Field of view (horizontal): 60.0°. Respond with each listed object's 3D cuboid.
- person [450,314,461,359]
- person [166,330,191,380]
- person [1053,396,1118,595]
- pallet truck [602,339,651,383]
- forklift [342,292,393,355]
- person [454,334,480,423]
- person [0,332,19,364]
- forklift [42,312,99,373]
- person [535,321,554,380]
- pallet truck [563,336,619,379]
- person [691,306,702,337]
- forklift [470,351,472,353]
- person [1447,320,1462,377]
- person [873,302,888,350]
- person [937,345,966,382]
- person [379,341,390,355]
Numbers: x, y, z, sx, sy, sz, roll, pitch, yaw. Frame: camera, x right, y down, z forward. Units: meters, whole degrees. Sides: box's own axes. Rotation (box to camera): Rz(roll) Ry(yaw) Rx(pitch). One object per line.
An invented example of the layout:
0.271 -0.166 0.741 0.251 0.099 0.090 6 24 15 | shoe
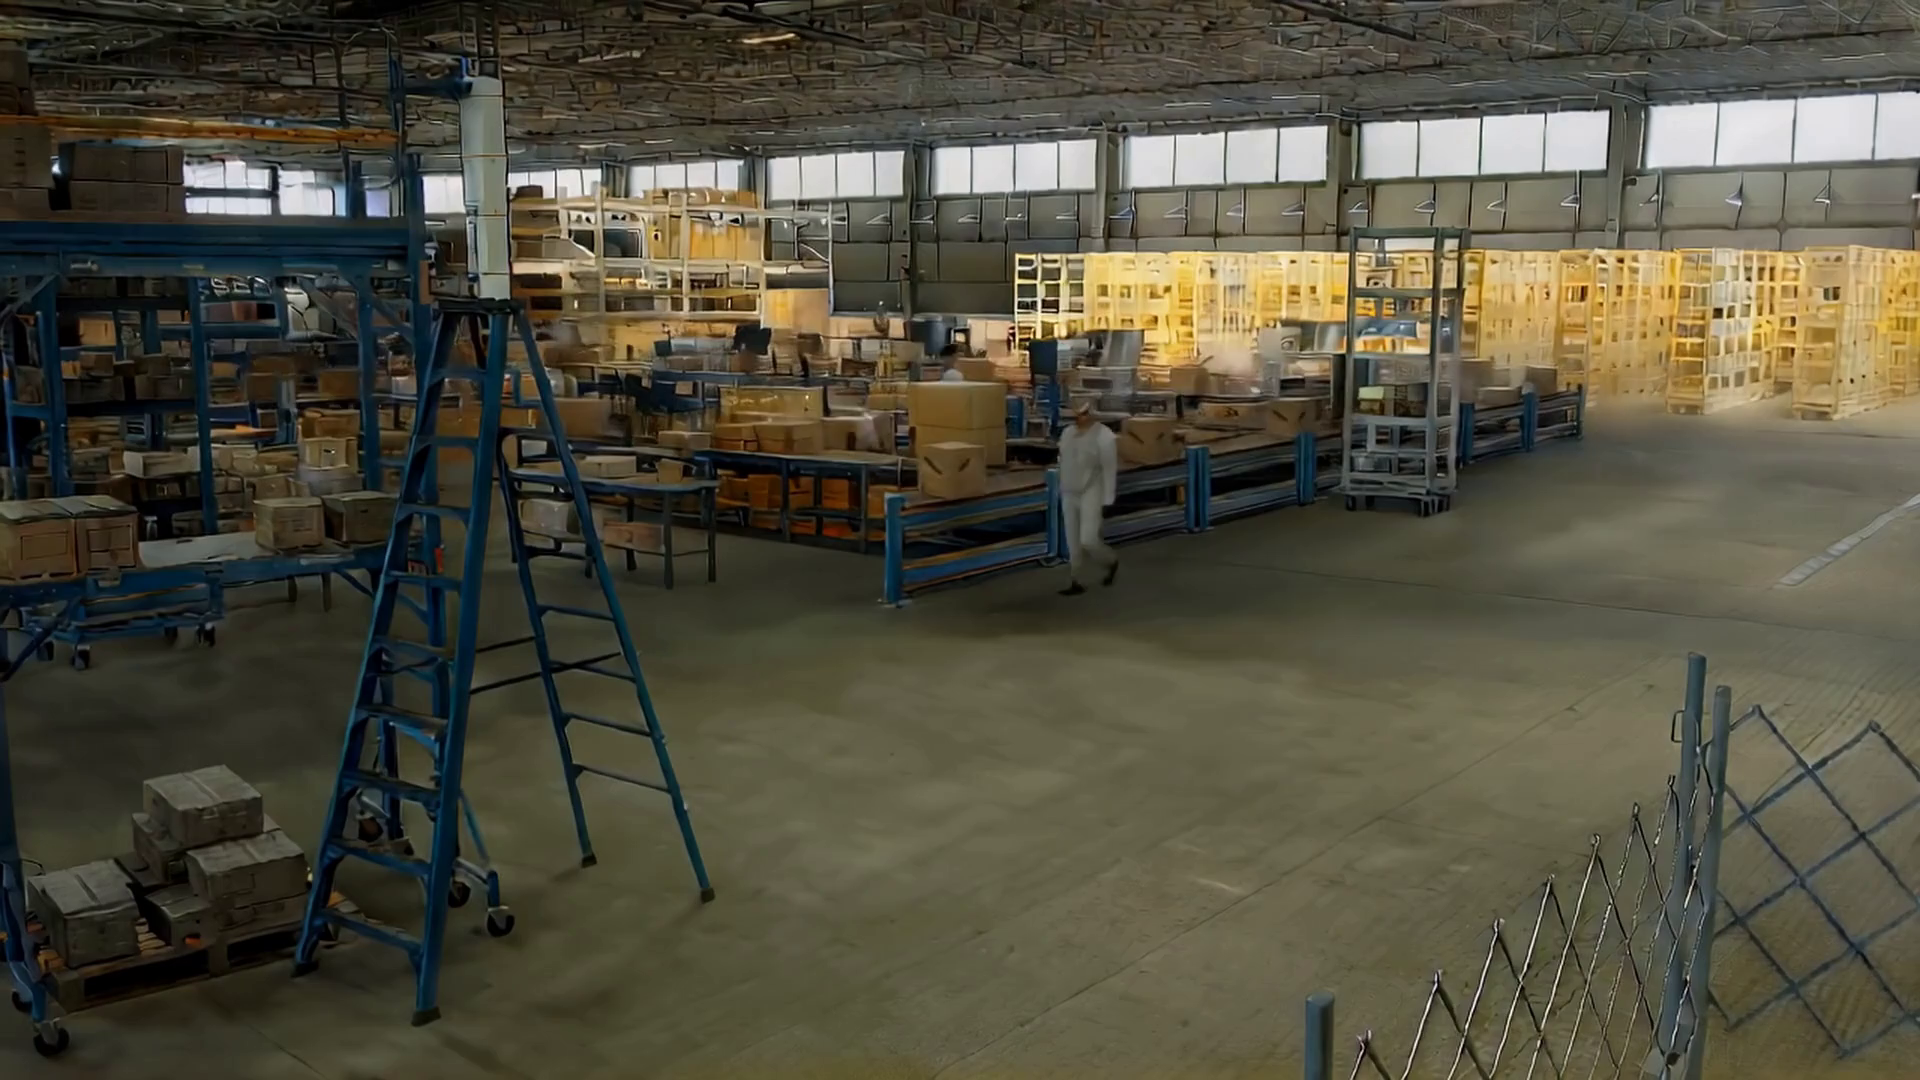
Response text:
-17.854 -7.310 59.100 0.602 1.777 0.948 5 10 29 | person
-18.608 -4.141 39.607 0.578 1.691 0.319 0 9 -3 | person
1.189 -0.423 15.752 0.514 1.891 0.648 -9 13 -44 | person
-8.991 -4.871 45.351 0.653 1.274 1.630 7 11 37 | pallet truck
-16.485 -5.622 45.120 1.129 2.768 1.873 7 11 37 | forklift
-10.023 -3.267 33.729 0.496 1.816 0.611 -8 12 -42 | person
-23.752 -4.424 41.524 0.289 1.633 0.498 8 12 41 | person
-23.779 -5.451 44.052 1.873 2.768 1.129 7 11 36 | forklift
-11.201 -5.010 44.805 0.543 1.756 0.370 -7 11 -36 | person
-10.690 -5.294 48.215 1.601 1.201 0.680 -5 10 -26 | pallet truck
-8.846 -6.787 55.309 1.009 1.959 0.605 1 9 4 | person
-14.487 -6.778 52.331 1.129 2.768 1.873 7 11 37 | forklift
14.169 -5.432 47.276 0.887 1.811 0.566 6 11 33 | person
-3.152 -8.533 66.267 0.614 1.927 0.763 -2 9 -14 | person
-0.126 -1.769 23.791 0.703 2.006 0.653 4 10 25 | person
-14.712 -4.669 42.307 0.683 1.871 0.581 -3 10 -18 | person
